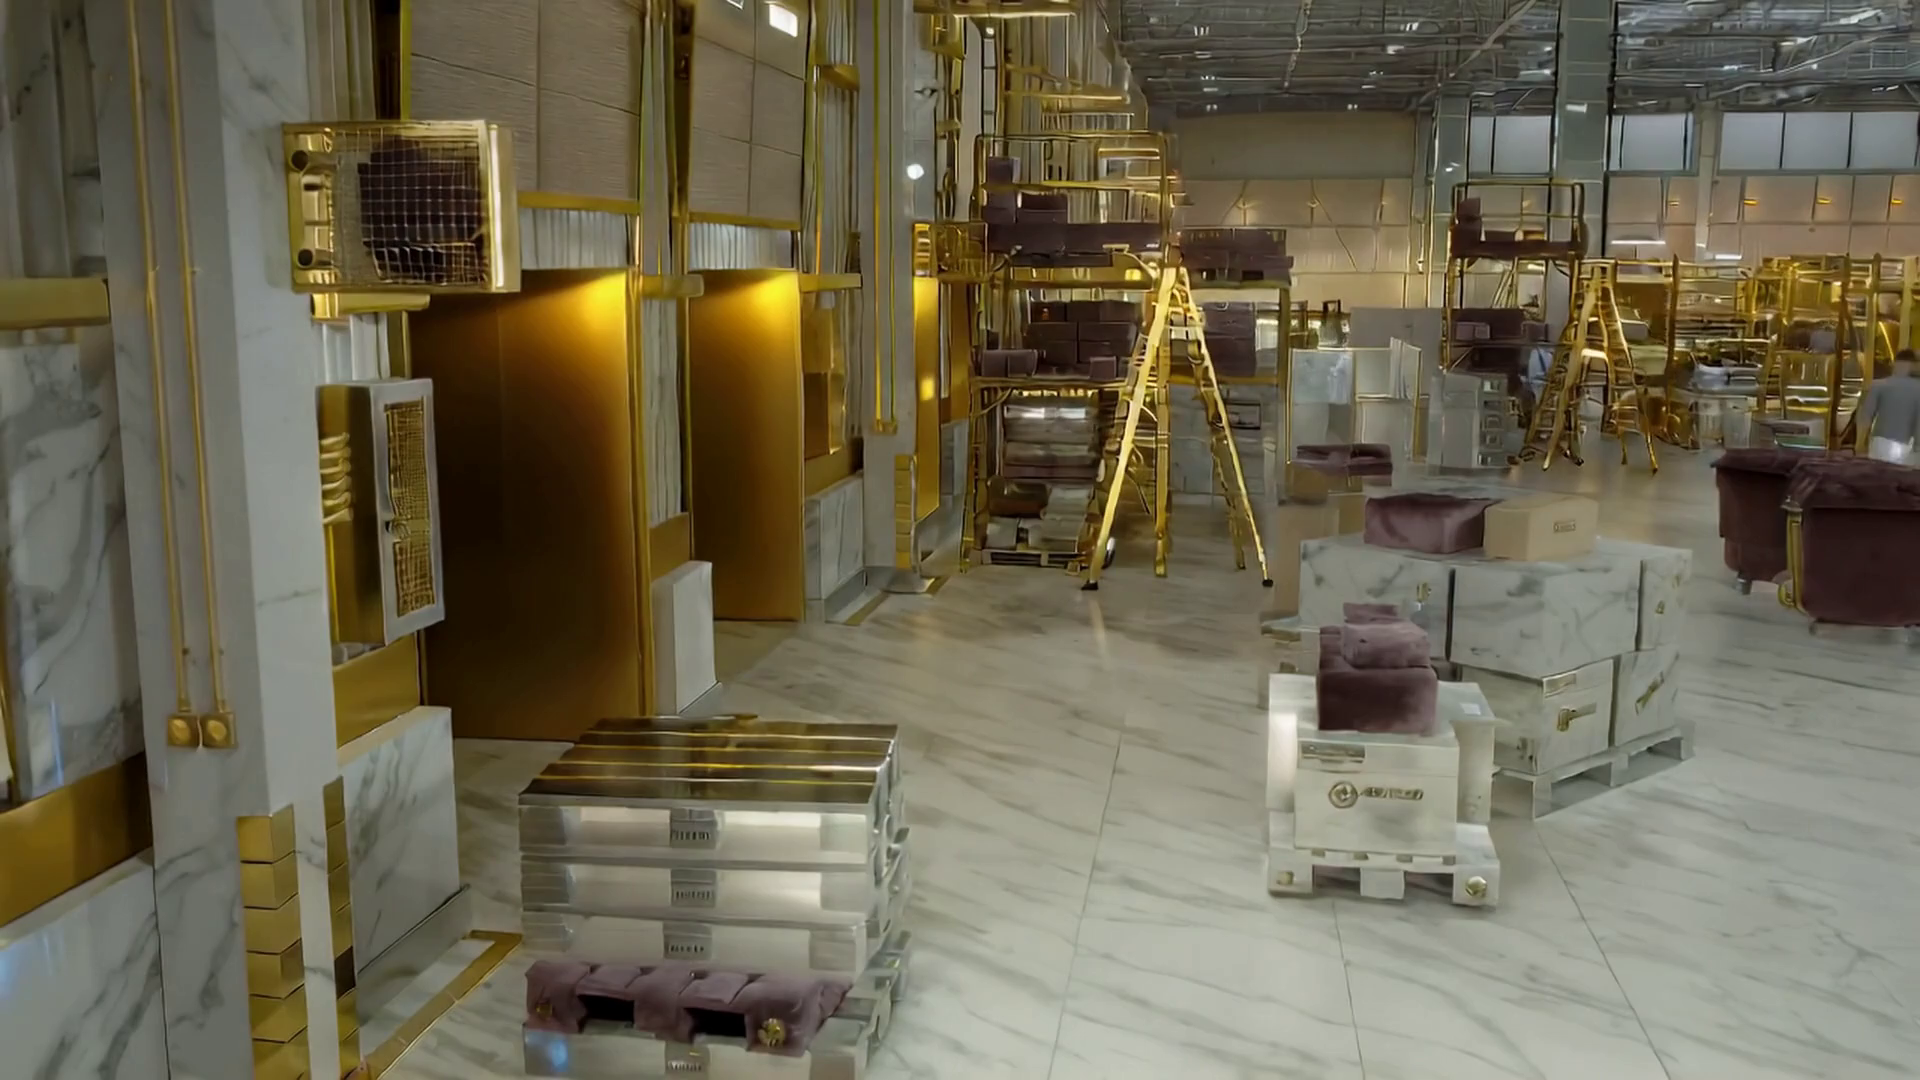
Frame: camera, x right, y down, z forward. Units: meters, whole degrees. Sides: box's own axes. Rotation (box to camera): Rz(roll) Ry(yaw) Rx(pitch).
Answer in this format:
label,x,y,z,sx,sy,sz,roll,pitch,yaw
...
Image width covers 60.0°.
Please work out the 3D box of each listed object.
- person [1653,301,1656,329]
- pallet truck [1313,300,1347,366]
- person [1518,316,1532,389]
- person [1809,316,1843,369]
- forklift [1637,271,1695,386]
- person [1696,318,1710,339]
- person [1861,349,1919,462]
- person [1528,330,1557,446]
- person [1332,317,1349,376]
label,x,y,z,sx,sy,sz,roll,pitch,yaw
person,21.541,-6.519,51.915,0.374,1.932,0.544,4,10,26
pallet truck,11.159,-6.200,49.718,0.823,1.965,1.885,4,10,26
person,13.210,-4.383,39.126,1.017,1.784,0.537,-7,11,-36
person,18.169,-3.750,34.941,0.644,1.900,0.999,1,9,6
forklift,16.971,-5.172,40.666,1.129,2.768,1.873,-9,13,-43
person,17.340,-4.320,38.909,0.322,1.742,0.493,5,10,27
person,10.860,-1.238,19.341,0.648,1.946,0.777,2,10,15
person,9.499,-2.476,27.103,0.572,1.884,0.356,-5,11,-31
person,10.297,-5.131,44.316,0.525,1.617,0.705,-7,12,-38
